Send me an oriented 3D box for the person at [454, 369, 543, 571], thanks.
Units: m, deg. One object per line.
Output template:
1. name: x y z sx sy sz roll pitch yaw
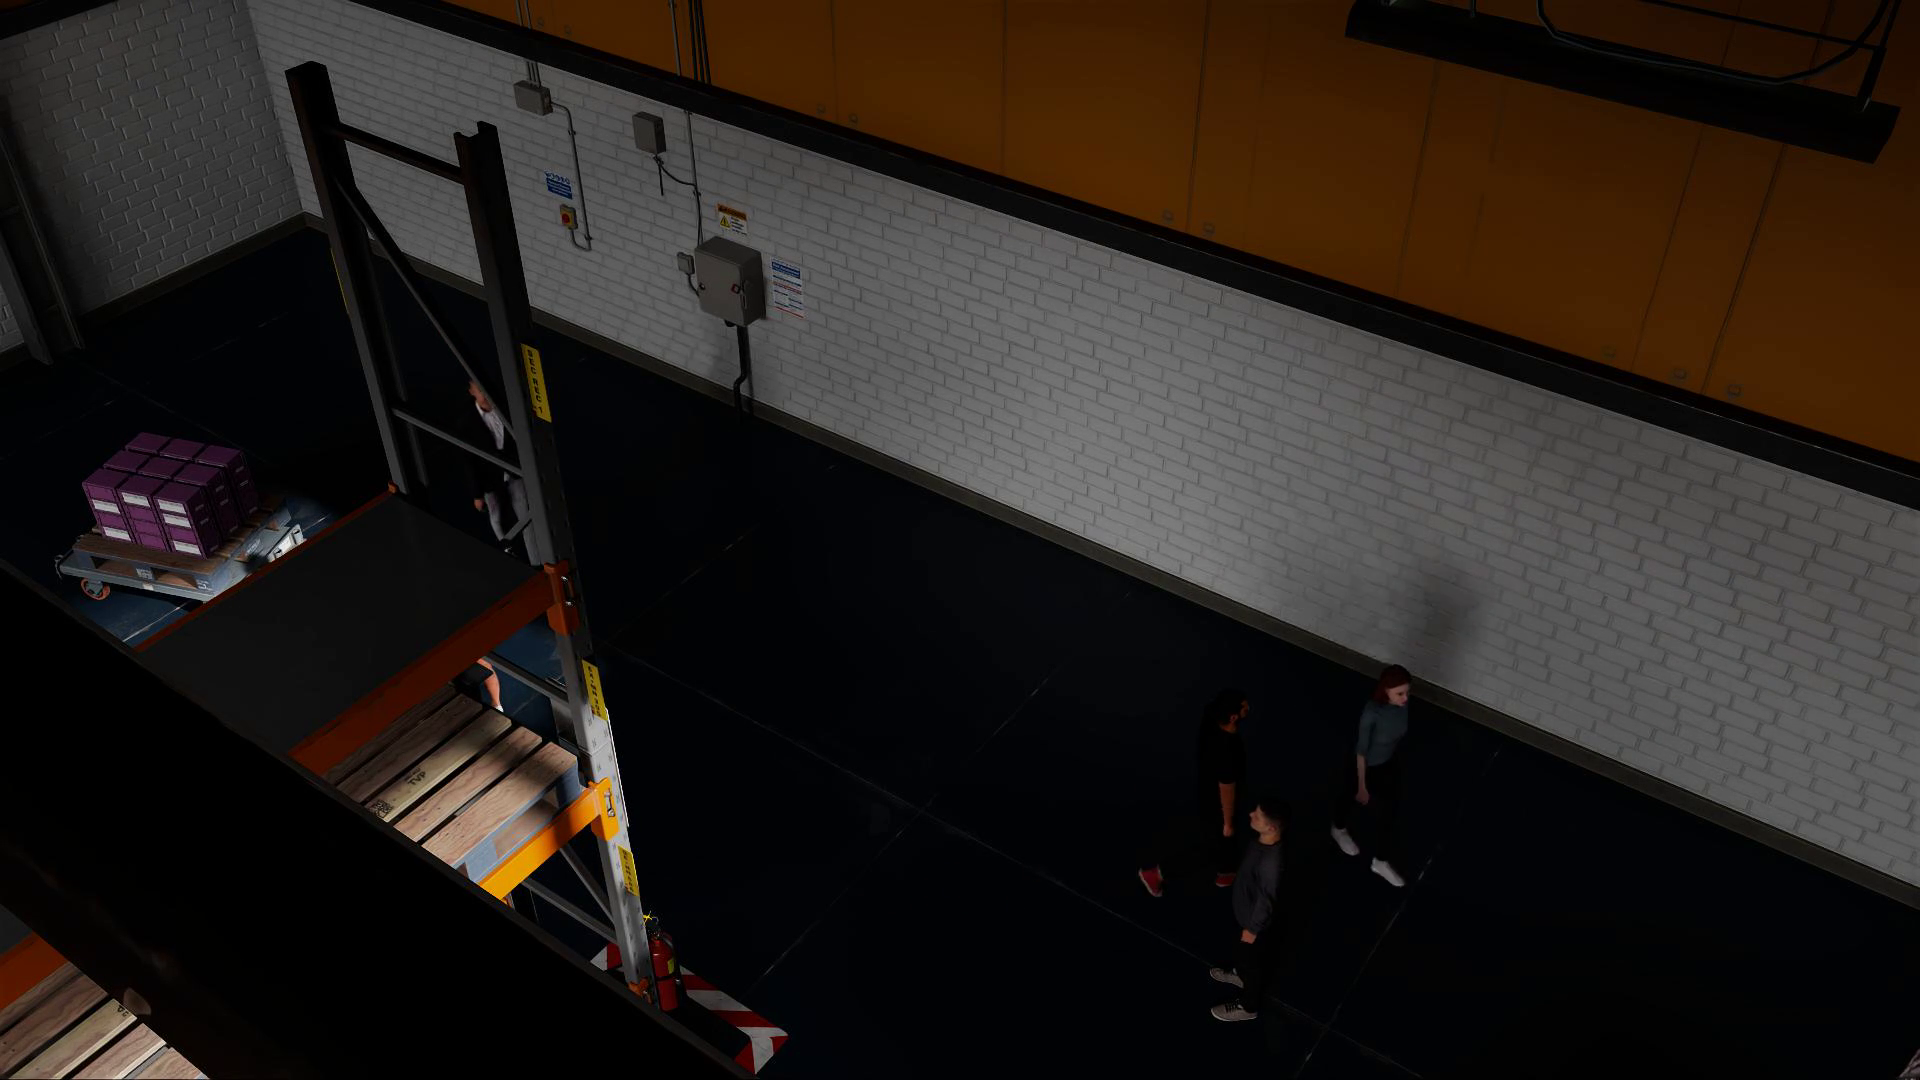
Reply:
1. person: -3.565 -0.566 12.720 1.056 1.924 1.021 -19 42 -22

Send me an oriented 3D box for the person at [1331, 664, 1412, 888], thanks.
1. person: 2.531 1.367 10.464 0.908 1.719 0.886 -20 43 -23

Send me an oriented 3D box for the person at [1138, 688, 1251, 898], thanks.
1. person: 1.513 1.596 10.162 1.085 1.738 1.085 -3 39 -3

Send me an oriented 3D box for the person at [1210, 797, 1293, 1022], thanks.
1. person: 1.697 2.092 9.522 0.759 1.761 0.637 5 39 6
